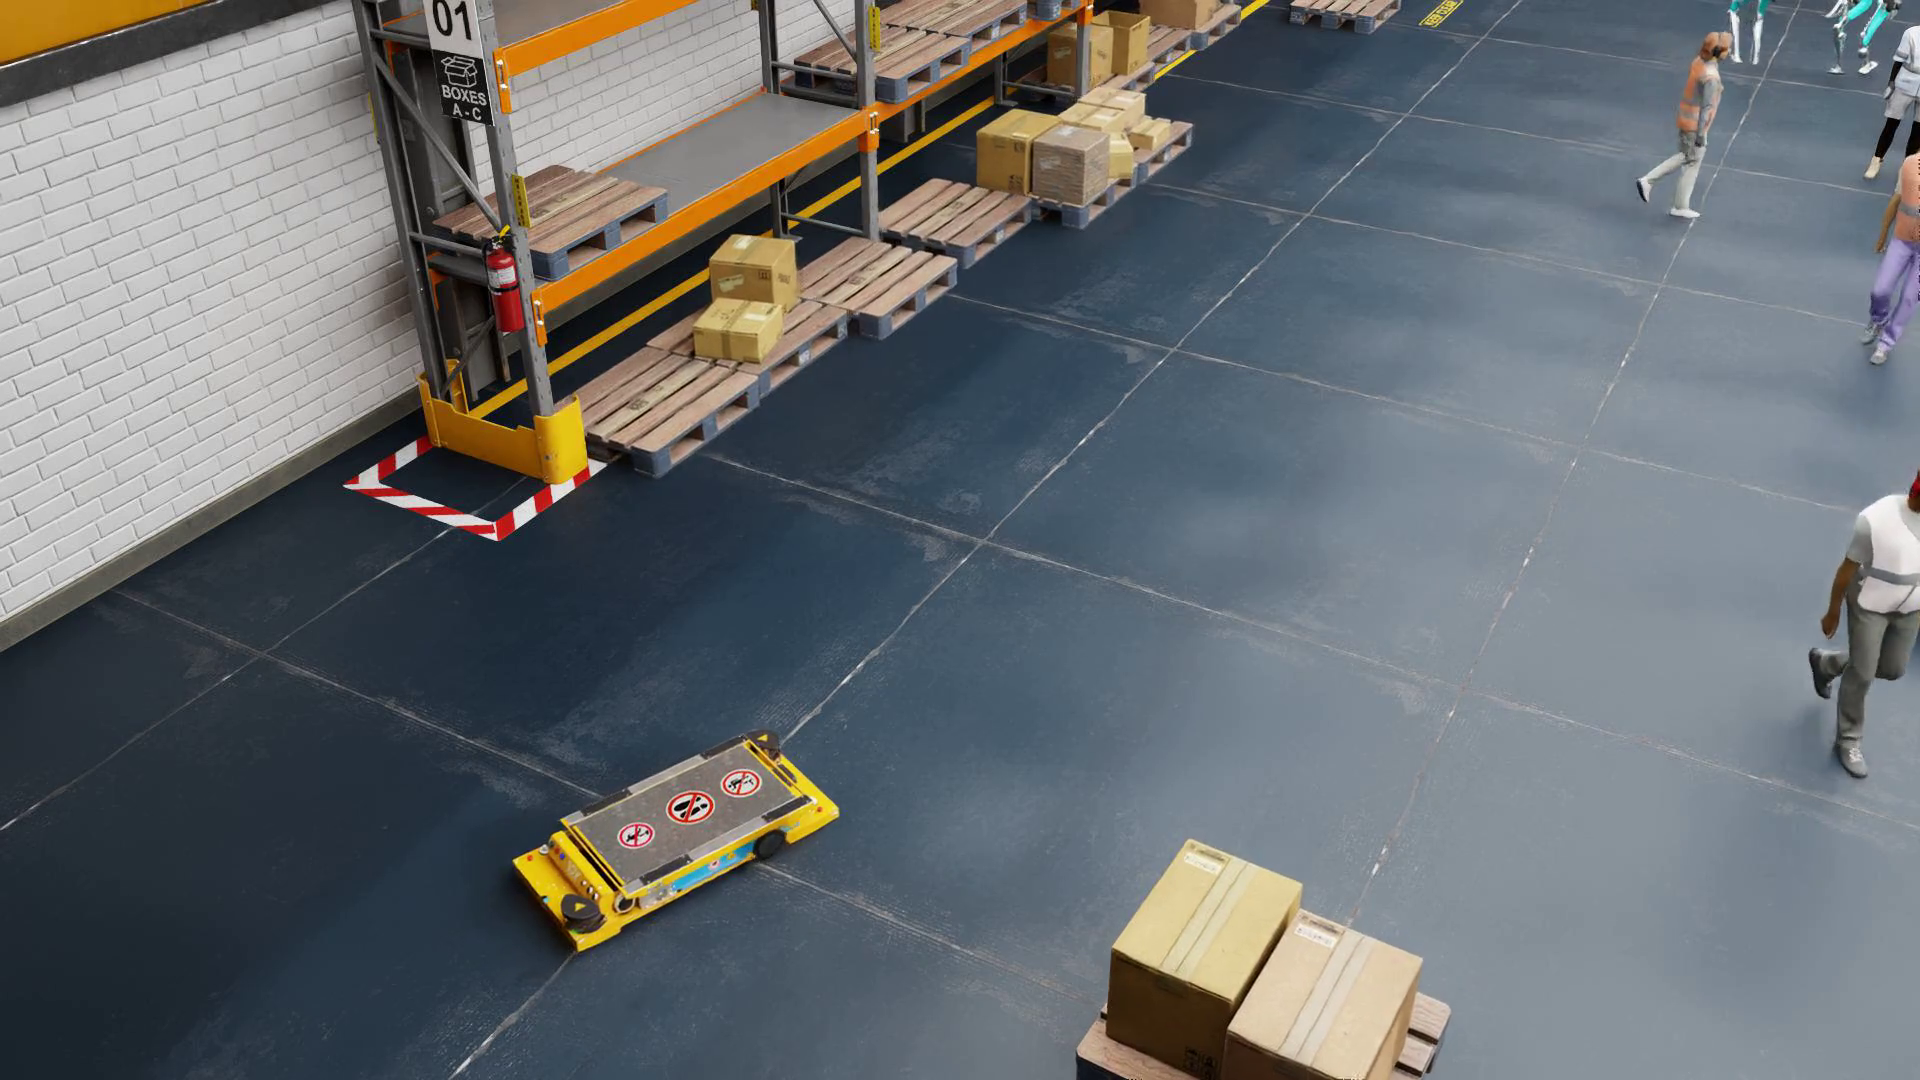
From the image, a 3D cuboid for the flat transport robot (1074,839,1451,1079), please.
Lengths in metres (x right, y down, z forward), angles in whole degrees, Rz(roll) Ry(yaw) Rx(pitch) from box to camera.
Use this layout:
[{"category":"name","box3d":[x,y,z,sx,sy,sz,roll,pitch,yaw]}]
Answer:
[{"category":"flat transport robot","box3d":[1.223,2.214,6.798,0.659,0.231,1.431,19,38,26]}]

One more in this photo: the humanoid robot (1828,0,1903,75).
[{"category":"humanoid robot","box3d":[9.458,-5.600,17.333,1.008,1.749,0.530,-21,39,-29]}]

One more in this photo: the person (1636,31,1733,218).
[{"category":"person","box3d":[6.263,-3.567,14.306,0.478,1.627,0.524,2,34,3]}]

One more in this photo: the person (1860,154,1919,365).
[{"category":"person","box3d":[6.883,-2.122,11.953,0.559,1.824,0.453,27,42,35]}]

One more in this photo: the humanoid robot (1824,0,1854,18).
[{"category":"humanoid robot","box3d":[10.641,-7.073,19.534,0.949,1.767,0.544,-22,39,-29]}]

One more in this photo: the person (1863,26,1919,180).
[{"category":"person","box3d":[8.618,-4.044,14.969,0.540,1.695,0.316,17,37,24]}]

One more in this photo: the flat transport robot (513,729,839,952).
[{"category":"flat transport robot","box3d":[-1.356,1.409,8.016,1.431,0.231,0.659,-23,40,-31]}]

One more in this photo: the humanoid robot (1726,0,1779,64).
[{"category":"humanoid robot","box3d":[8.518,-5.951,17.873,0.571,1.825,0.771,2,34,3]}]

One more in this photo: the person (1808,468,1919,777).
[{"category":"person","box3d":[4.595,0.290,8.306,0.631,1.813,0.639,-4,34,-6]}]
